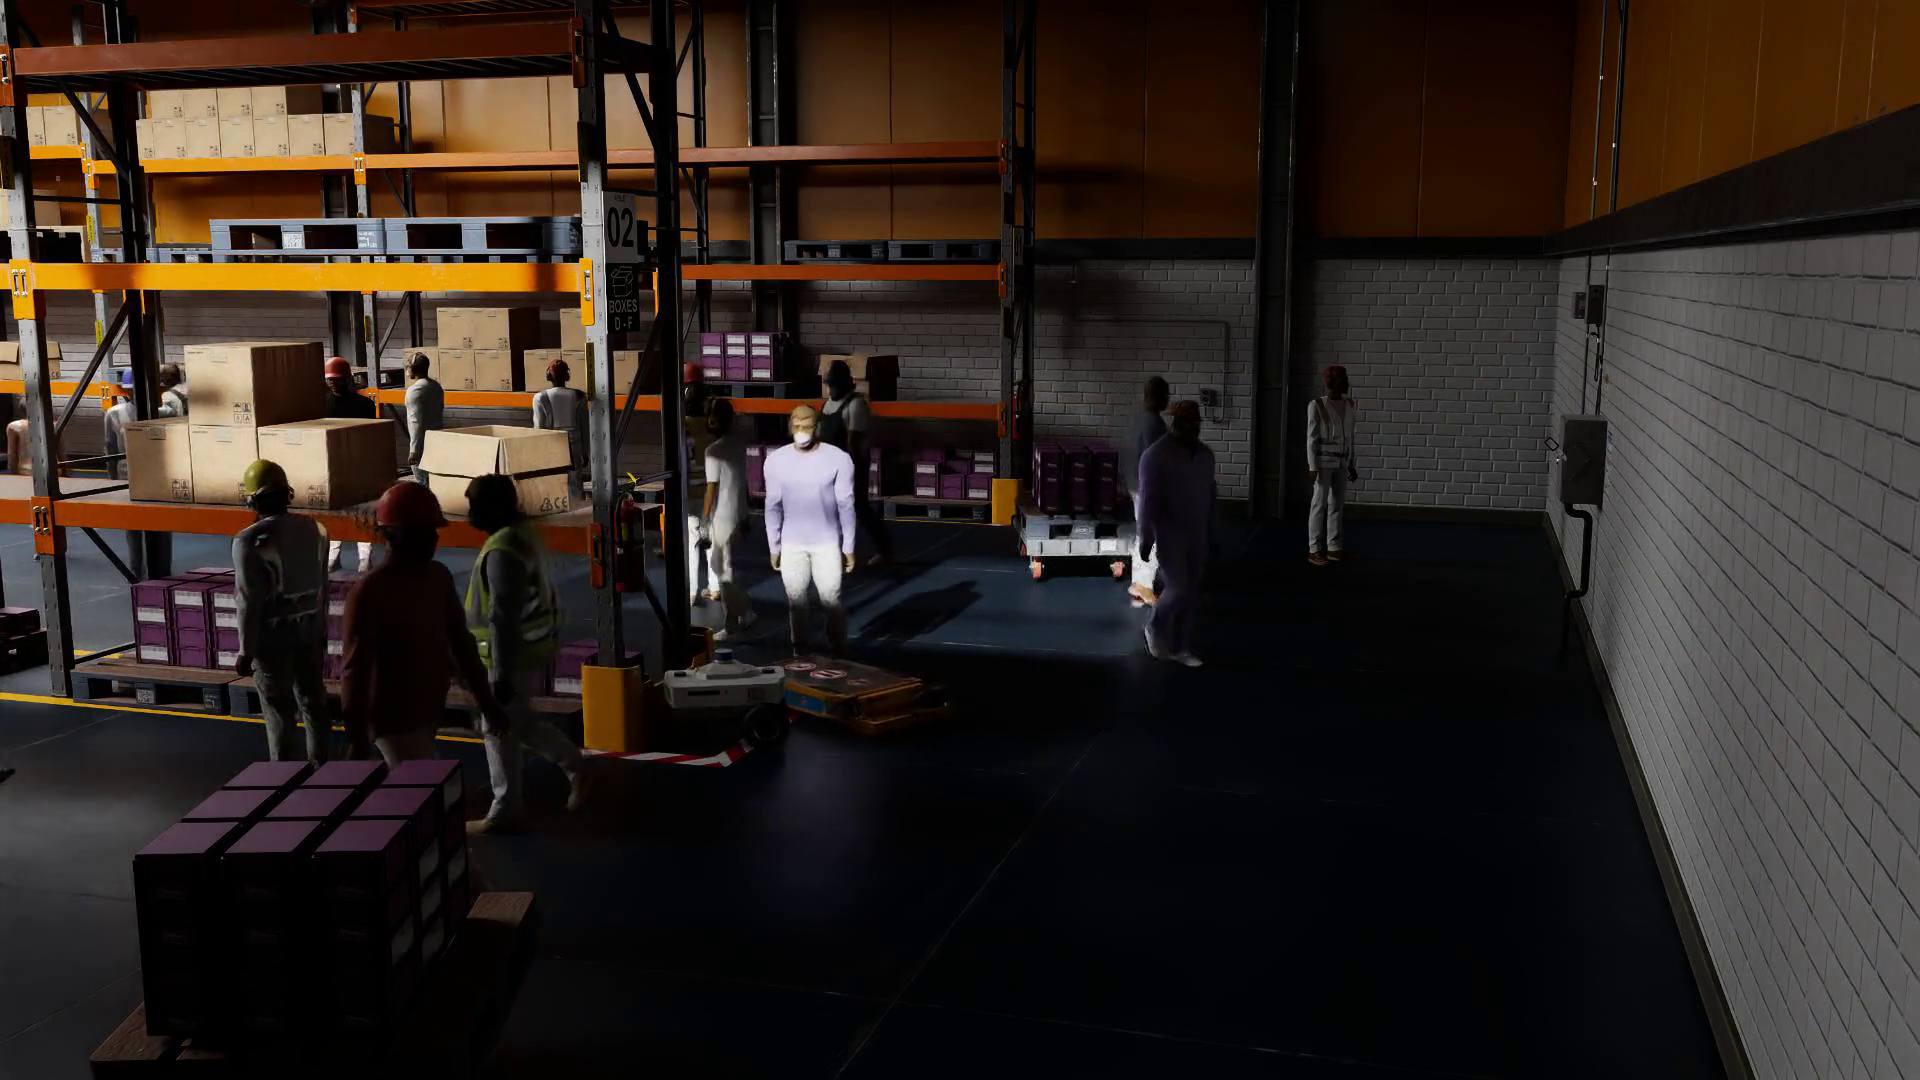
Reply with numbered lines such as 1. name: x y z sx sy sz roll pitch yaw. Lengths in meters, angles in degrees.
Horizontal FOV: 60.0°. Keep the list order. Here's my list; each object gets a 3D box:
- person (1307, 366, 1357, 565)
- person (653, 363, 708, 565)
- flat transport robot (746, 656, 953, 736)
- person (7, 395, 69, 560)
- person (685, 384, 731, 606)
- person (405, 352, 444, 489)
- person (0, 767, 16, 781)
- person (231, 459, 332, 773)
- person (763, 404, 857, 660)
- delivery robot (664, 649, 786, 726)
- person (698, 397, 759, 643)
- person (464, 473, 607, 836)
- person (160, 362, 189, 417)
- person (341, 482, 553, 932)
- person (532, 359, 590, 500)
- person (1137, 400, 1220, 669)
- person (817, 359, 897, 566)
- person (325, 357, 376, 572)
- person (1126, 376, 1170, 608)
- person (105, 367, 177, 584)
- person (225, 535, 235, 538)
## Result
1. person: 3.528 -0.707 15.766 0.581 1.883 0.350 -6 11 -31
2. person: -2.534 -0.708 15.700 0.926 1.897 0.552 7 12 37
3. flat transport robot: -0.771 0.954 10.545 0.652 0.197 1.431 -9 13 -44
4. person: -8.812 -0.599 15.970 0.567 1.603 0.526 8 12 40
5. person: -2.202 -0.374 13.861 0.429 1.842 0.633 8 13 42
6. person: -5.510 -0.962 17.152 0.352 1.937 0.635 1 9 6
7. person: -5.716 0.448 9.009 0.983 1.796 0.570 -1 9 -5
8. person: -3.527 0.492 8.635 0.404 1.824 0.591 4 10 24
9. person: -1.002 0.043 11.139 0.634 1.919 0.422 1 9 7
10. delivery robot: -1.390 0.886 9.809 0.707 0.478 0.477 -1 9 -9
11. person: -1.777 -0.141 12.399 0.384 1.856 0.559 3 10 20
12. person: -2.142 0.567 8.209 0.608 1.821 0.637 -1 9 -6
13. person: -8.269 -1.019 17.953 0.342 1.810 0.670 8 12 40
14. person: -2.181 0.724 6.855 1.034 1.933 0.607 2 9 10
15. person: -4.031 -0.884 16.848 0.574 1.882 0.356 -5 11 -30
16. person: 1.562 -0.037 11.639 0.671 1.891 0.425 -7 12 -36
17. person: -1.052 -0.740 15.488 0.991 2.000 0.671 -8 13 -42
18. person: -5.662 -0.686 15.297 0.617 1.993 0.396 -1 9 -6
19. person: 1.590 -0.390 13.734 0.450 1.912 0.663 0 9 -3
20. person: -7.246 -0.575 14.777 0.620 1.945 0.404 -2 10 -15
21. person: -7.574 -0.896 17.195 0.471 1.795 0.623 -1 9 -8
